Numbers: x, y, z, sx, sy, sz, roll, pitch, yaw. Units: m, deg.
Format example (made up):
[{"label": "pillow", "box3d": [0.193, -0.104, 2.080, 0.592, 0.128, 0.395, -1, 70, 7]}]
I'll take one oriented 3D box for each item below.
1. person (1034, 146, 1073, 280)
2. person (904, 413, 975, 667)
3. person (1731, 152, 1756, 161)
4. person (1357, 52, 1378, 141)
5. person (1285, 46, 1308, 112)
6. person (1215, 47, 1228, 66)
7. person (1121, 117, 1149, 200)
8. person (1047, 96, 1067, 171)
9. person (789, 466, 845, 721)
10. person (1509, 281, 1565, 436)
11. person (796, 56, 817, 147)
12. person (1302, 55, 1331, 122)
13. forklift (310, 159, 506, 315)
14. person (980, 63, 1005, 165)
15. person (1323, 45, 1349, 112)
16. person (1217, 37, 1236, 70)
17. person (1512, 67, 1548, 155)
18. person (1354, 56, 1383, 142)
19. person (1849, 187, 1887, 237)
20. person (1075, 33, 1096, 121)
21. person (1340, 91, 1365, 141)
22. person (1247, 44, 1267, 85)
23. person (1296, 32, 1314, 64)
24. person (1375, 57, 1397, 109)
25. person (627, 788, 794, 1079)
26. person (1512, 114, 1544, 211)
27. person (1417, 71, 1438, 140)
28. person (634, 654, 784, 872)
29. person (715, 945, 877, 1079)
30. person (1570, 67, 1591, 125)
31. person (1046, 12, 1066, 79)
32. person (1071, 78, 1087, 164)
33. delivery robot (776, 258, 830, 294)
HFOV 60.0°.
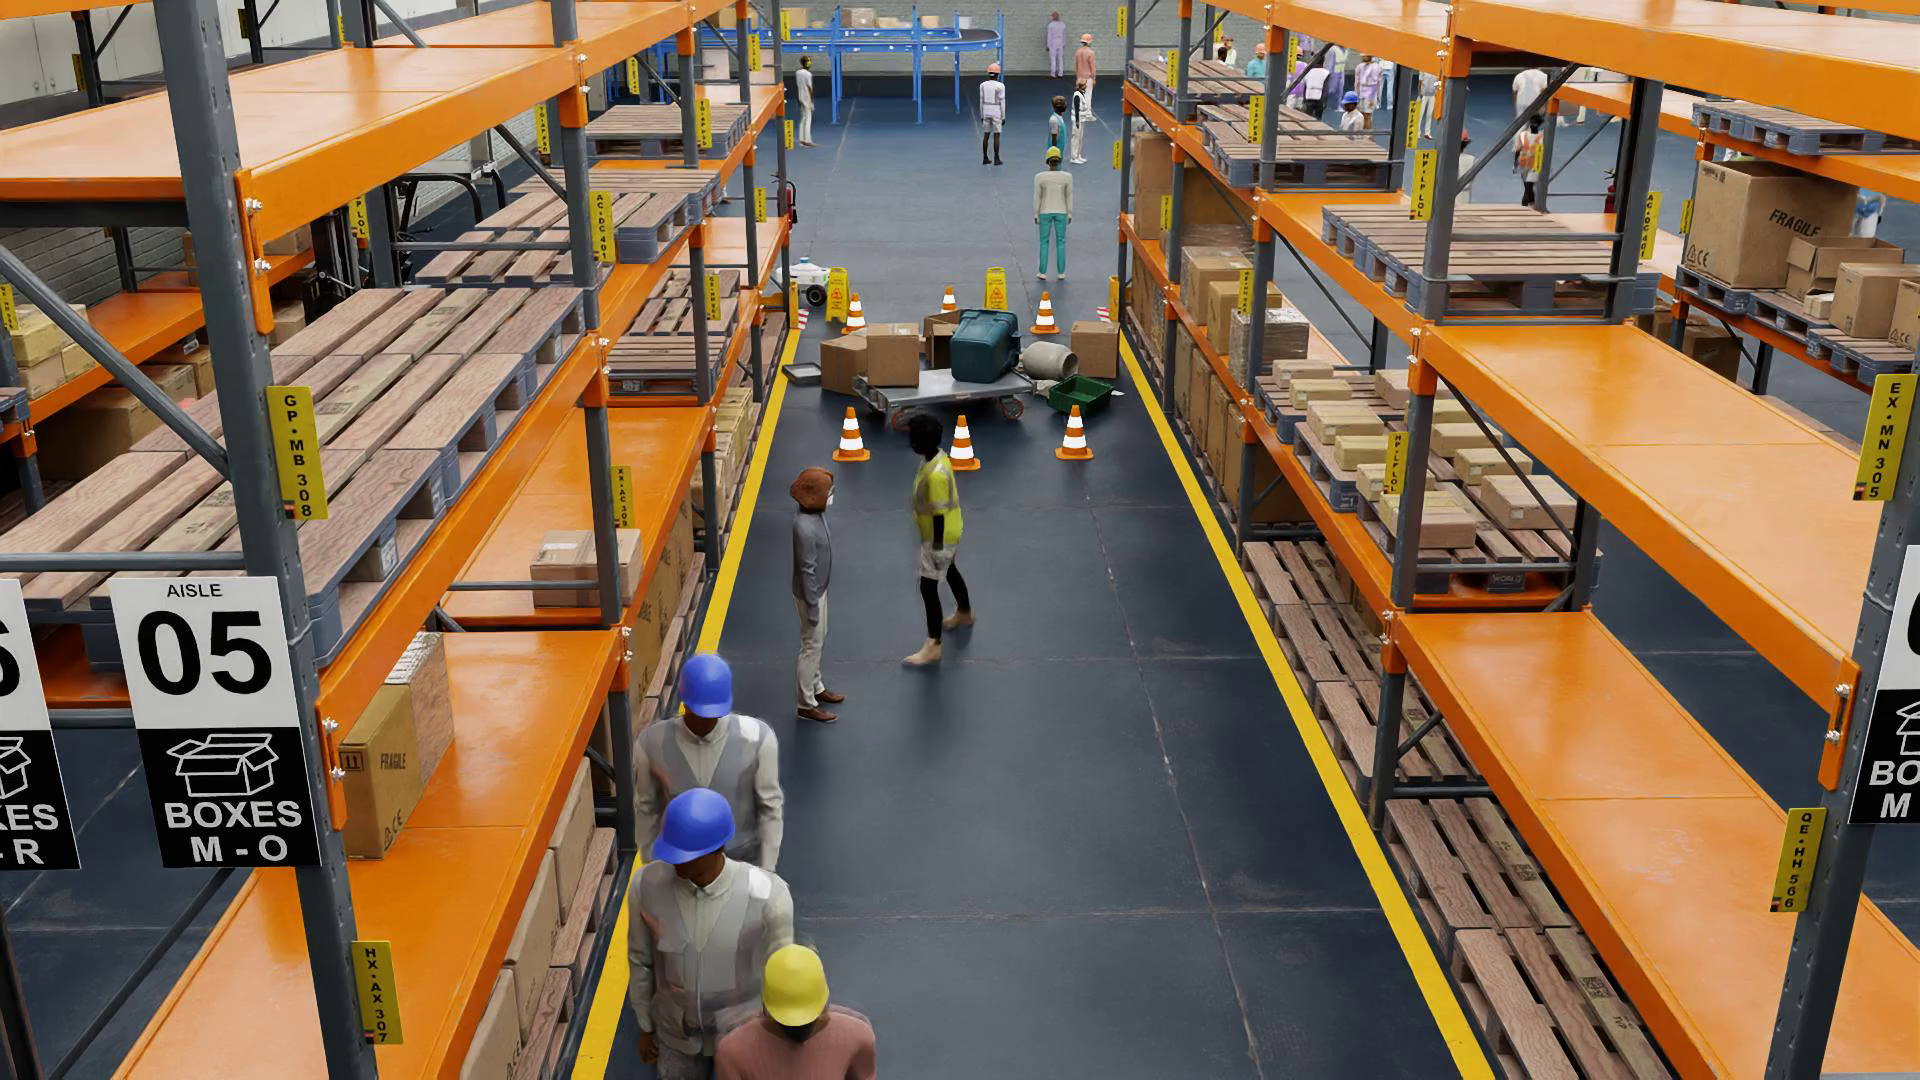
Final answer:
[{"label": "person", "box3d": [1.247, -4.386, 22.343, 0.526, 1.759, 0.343, -1, 21, -2]}, {"label": "person", "box3d": [-0.145, -0.034, 11.002, 0.476, 1.654, 0.718, 0, 21, 0]}, {"label": "person", "box3d": [11.492, -5.072, 24.373, 0.520, 1.585, 0.796, 15, 26, 35]}, {"label": "person", "box3d": [8.551, -9.383, 35.180, 0.460, 2.031, 0.667, -6, 21, -15]}, {"label": "person", "box3d": [7.334, -9.810, 36.428, 0.549, 1.936, 0.376, -7, 22, -19]}, {"label": "person", "box3d": [5.701, -9.922, 36.775, 0.411, 1.904, 0.600, -5, 21, -13]}, {"label": "person", "box3d": [2.987, -6.671, 28.421, 0.491, 1.728, 0.324, 7, 22, 17]}, {"label": "person", "box3d": [1.623, -6.431, 27.621, 0.333, 1.845, 0.514, 4, 21, 11]}, {"label": "person", "box3d": [-0.874, 0.323, 10.081, 0.298, 1.622, 0.507, 0, 21, 1]}, {"label": "person", "box3d": [5.400, -1.914, 15.564, 0.609, 1.939, 0.406, 7, 22, 18]}, {"label": "person", "box3d": [-3.259, -9.232, 35.043, 0.363, 1.860, 0.633, -16, 26, -36]}, {"label": "person", "box3d": [7.507, -9.348, 35.252, 0.621, 1.899, 0.601, 14, 25, 33]}, {"label": "forklift", "box3d": [-5.622, -2.910, 17.832, 2.313, 2.155, 1.214, -1, 21, -1]}, {"label": "person", "box3d": [0.650, -8.293, 32.431, 0.544, 1.930, 0.388, 12, 24, 28]}, {"label": "person", "box3d": [9.277, -11.556, 41.104, 0.625, 1.894, 0.634, -16, 26, -35]}, {"label": "person", "box3d": [6.450, -11.270, 40.423, 0.563, 1.839, 0.389, -12, 24, -29]}, {"label": "person", "box3d": [11.591, -8.891, 33.854, 0.728, 2.000, 0.977, 10, 23, 24]}, {"label": "person", "box3d": [8.754, -9.541, 35.715, 0.631, 1.940, 0.372, -6, 21, -14]}, {"label": "person", "box3d": [11.959, -4.308, 22.079, 0.640, 1.802, 0.915, 5, 21, 14]}, {"label": "person", "box3d": [2.974, -10.932, 39.308, 0.376, 1.997, 0.612, -19, 28, -41]}, {"label": "person", "box3d": [6.428, -6.420, 27.469, 0.426, 1.939, 0.609, -5, 21, -14]}, {"label": "person", "box3d": [6.511, -9.840, 36.430, 0.623, 1.989, 0.400, -19, 28, -41]}, {"label": "person", "box3d": [9.957, -14.180, 47.989, 0.585, 1.929, 0.371, 18, 27, 39]}, {"label": "person", "box3d": [10.699, -11.791, 41.709, 0.599, 1.910, 0.385, 12, 24, 28]}, {"label": "person", "box3d": [-0.872, 1.729, 5.917, 0.605, 1.944, 0.403, 3, 21, 7]}, {"label": "person", "box3d": [9.222, -6.054, 26.893, 0.542, 1.650, 0.894, 19, 28, 40]}, {"label": "person", "box3d": [10.138, -9.614, 35.998, 0.513, 1.877, 0.328, -5, 21, -13]}, {"label": "person", "box3d": [-1.053, 1.328, 7.008, 0.631, 1.918, 0.559, -2, 21, -5]}, {"label": "person", "box3d": [-0.511, 2.052, 5.377, 0.518, 1.722, 0.897, -2, 21, -5]}, {"label": "person", "box3d": [14.454, -10.477, 38.630, 0.294, 1.623, 0.507, 12, 24, 28]}, {"label": "person", "box3d": [2.820, -14.668, 49.317, 0.642, 1.905, 0.401, -13, 24, -30]}, {"label": "person", "box3d": [2.342, -8.248, 32.729, 0.312, 1.633, 0.516, 6, 22, 16]}, {"label": "delivery robot", "box3d": [-1.971, -3.336, 21.107, 0.707, 0.478, 0.477, 6, 22, 15]}]
